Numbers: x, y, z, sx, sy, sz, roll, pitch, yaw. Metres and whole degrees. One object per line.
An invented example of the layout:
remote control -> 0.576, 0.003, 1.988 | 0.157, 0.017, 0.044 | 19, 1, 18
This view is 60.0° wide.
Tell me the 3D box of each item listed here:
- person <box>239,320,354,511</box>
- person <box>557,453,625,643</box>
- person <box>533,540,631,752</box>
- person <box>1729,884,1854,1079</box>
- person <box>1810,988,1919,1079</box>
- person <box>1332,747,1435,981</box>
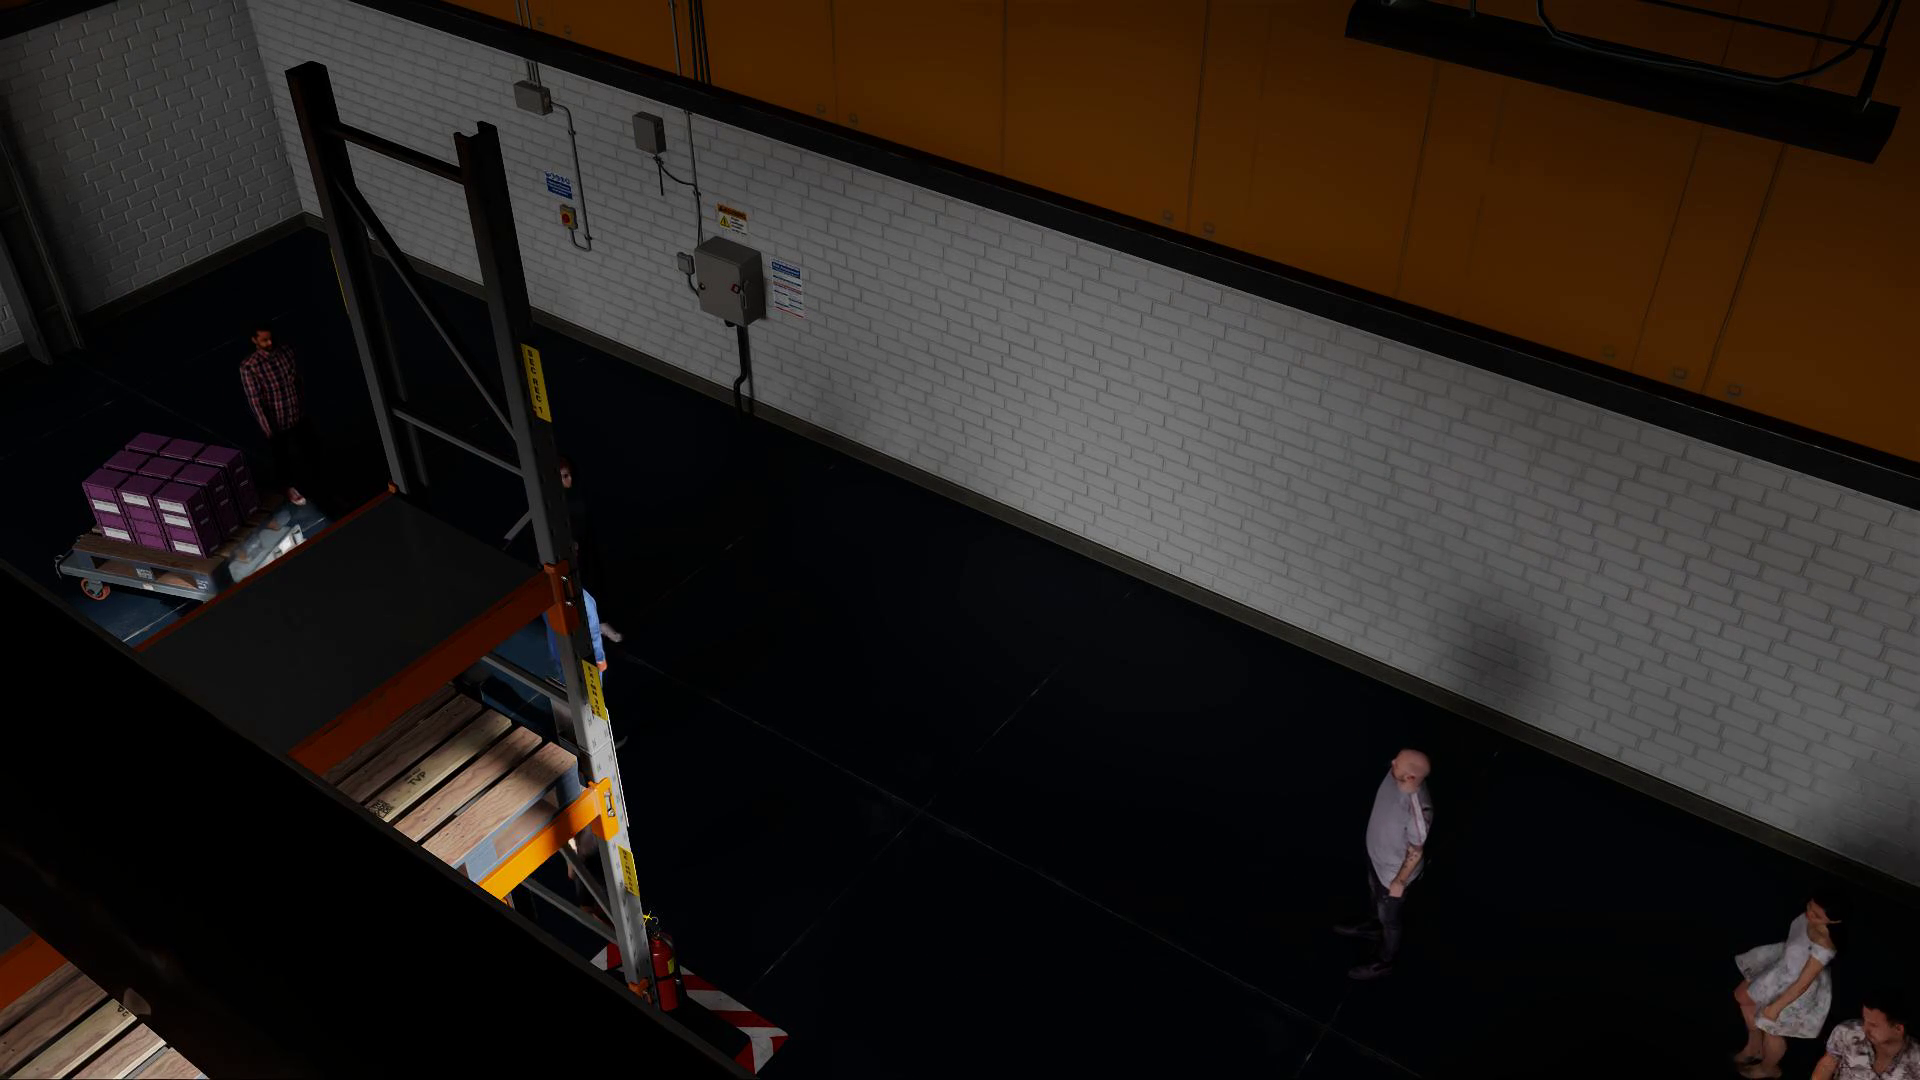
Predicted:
person -> -5.516, -1.027, 13.444 | 0.803, 1.741, 0.926 | 29, 47, 31
person -> -2.889, 0.020, 12.151 | 0.732, 1.718, 0.719 | 28, 46, 30
person -> -2.596, 0.713, 11.216 | 0.689, 1.802, 0.578 | 27, 46, 30
person -> 4.609, 2.487, 9.039 | 0.746, 1.747, 0.703 | 19, 42, 22
person -> 4.582, 2.907, 8.484 | 0.683, 1.783, 0.730 | 14, 41, 17
person -> 2.553, 1.863, 9.752 | 0.817, 1.832, 0.724 | 0, 39, 0
